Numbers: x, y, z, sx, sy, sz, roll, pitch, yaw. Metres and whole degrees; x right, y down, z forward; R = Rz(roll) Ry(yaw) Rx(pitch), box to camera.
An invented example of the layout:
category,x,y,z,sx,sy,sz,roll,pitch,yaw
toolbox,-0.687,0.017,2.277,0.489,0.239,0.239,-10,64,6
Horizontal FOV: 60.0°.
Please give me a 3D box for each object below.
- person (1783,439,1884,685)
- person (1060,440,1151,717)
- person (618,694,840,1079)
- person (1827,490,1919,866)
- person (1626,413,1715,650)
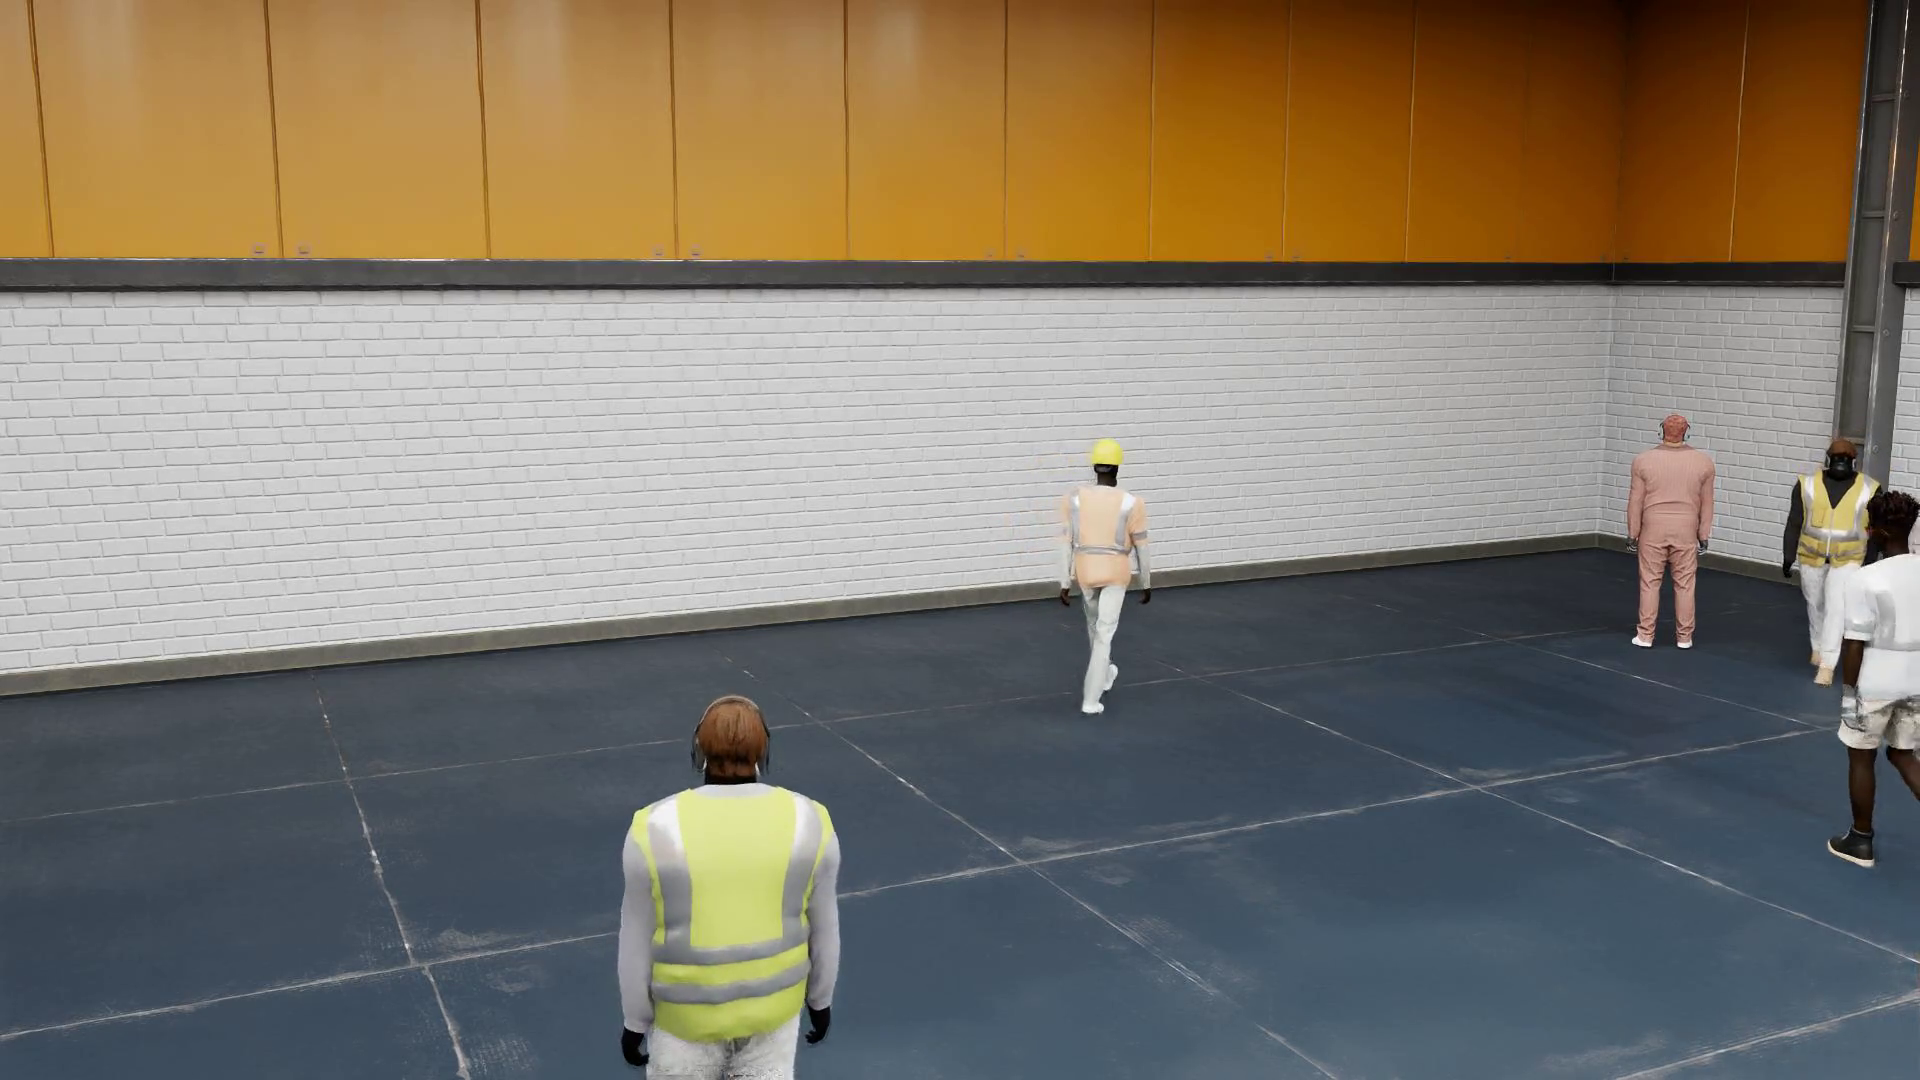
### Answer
category,x,y,z,sx,sy,sz,roll,pitch,yaw
person,6.564,0.131,12.541,0.635,1.800,0.960,6,11,34
person,1.028,0.239,11.602,0.607,1.868,1.004,3,10,20
person,-0.659,1.350,4.836,0.654,1.832,0.433,-3,10,-17
person,4.717,0.729,8.331,0.618,1.946,0.603,-1,9,-8
person,5.694,-0.064,13.384,0.644,1.907,0.399,2,9,14
